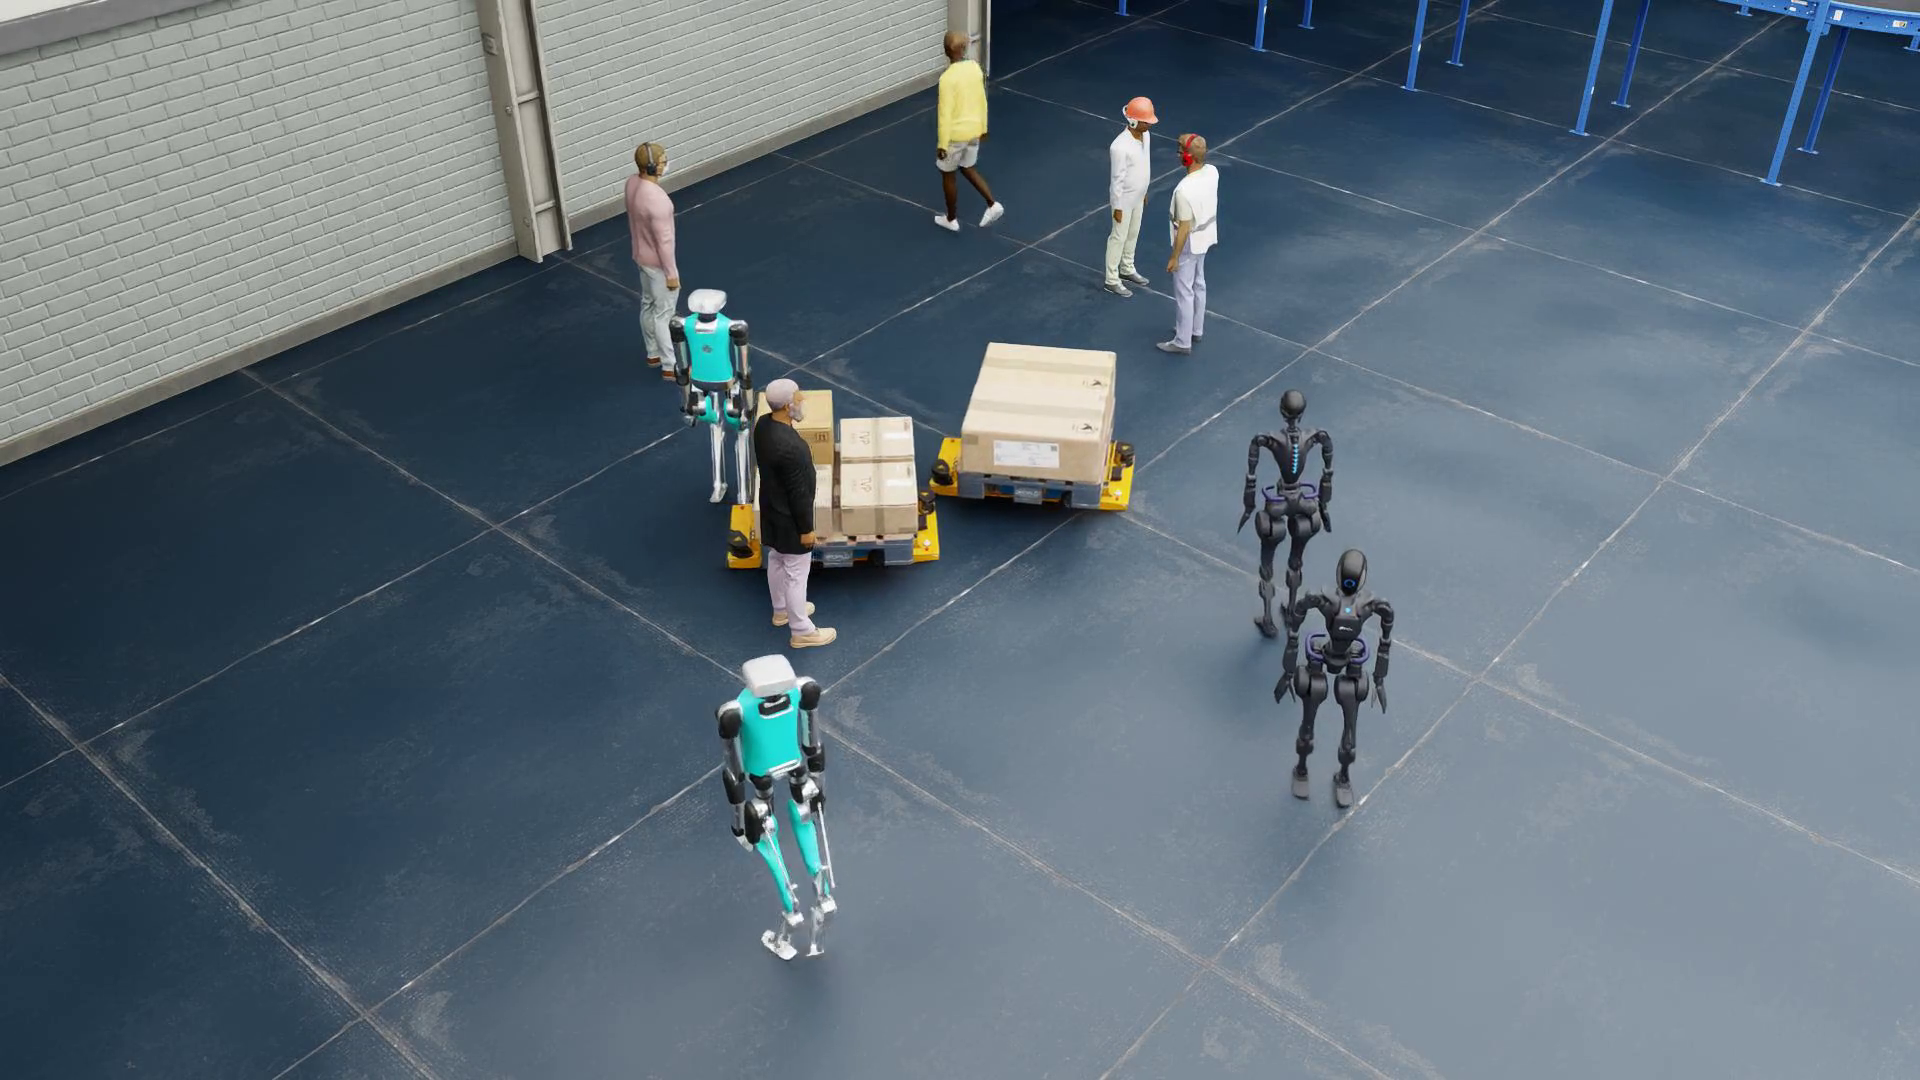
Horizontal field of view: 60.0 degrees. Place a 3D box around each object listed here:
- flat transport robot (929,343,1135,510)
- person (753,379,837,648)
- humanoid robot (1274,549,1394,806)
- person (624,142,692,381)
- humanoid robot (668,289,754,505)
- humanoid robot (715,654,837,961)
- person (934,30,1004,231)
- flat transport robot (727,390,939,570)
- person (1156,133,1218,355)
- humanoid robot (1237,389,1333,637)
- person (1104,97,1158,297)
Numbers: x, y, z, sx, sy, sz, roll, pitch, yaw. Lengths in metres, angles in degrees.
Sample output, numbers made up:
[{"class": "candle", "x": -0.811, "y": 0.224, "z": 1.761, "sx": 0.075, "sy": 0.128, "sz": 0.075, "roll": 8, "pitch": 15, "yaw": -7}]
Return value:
[{"class": "flat transport robot", "x": 0.537, "y": -0.523, "z": 12.122, "sx": 1.431, "sy": 0.231, "sz": 0.659, "roll": 5, "pitch": 36, "yaw": 8}, {"class": "person", "x": -1.057, "y": -0.164, "z": 10.250, "sx": 0.406, "sy": 1.857, "sz": 0.528, "roll": -17, "pitch": 39, "yaw": -22}, {"class": "humanoid robot", "x": 2.054, "y": 0.742, "z": 9.127, "sx": 0.614, "sy": 1.651, "sz": 0.316, "roll": 4, "pitch": 36, "yaw": 6}, {"class": "person", "x": -2.370, "y": -2.184, "z": 13.016, "sx": 0.374, "sy": 1.939, "sz": 0.627, "roll": -19, "pitch": 40, "yaw": -25}, {"class": "humanoid robot", "x": -1.646, "y": -1.033, "z": 11.516, "sx": 0.534, "sy": 1.733, "sz": 0.711, "roll": 3, "pitch": 36, "yaw": 4}, {"class": "humanoid robot", "x": -0.792, "y": 1.428, "z": 8.125, "sx": 0.554, "sy": 1.794, "sz": 0.751, "roll": -21, "pitch": 40, "yaw": -27}, {"class": "person", "x": 0.066, "y": -3.693, "z": 15.189, "sx": 0.639, "sy": 1.872, "sz": 0.604, "roll": 28, "pitch": 44, "yaw": 33}, {"class": "flat transport robot", "x": -0.873, "y": -0.087, "z": 11.509, "sx": 1.431, "sy": 0.231, "sz": 0.659, "roll": -2, "pitch": 36, "yaw": -3}, {"class": "person", "x": 1.856, "y": -2.358, "z": 13.343, "sx": 0.373, "sy": 1.840, "sz": 0.568, "roll": 20, "pitch": 40, "yaw": 26}, {"class": "humanoid robot", "x": 2.067, "y": -0.163, "z": 10.417, "sx": 0.594, "sy": 1.640, "sz": 0.453, "roll": -3, "pitch": 36, "yaw": -4}, {"class": "person", "x": 1.478, "y": -2.950, "z": 14.258, "sx": 0.347, "sy": 1.743, "sz": 0.561, "roll": 21, "pitch": 40, "yaw": 26}]
